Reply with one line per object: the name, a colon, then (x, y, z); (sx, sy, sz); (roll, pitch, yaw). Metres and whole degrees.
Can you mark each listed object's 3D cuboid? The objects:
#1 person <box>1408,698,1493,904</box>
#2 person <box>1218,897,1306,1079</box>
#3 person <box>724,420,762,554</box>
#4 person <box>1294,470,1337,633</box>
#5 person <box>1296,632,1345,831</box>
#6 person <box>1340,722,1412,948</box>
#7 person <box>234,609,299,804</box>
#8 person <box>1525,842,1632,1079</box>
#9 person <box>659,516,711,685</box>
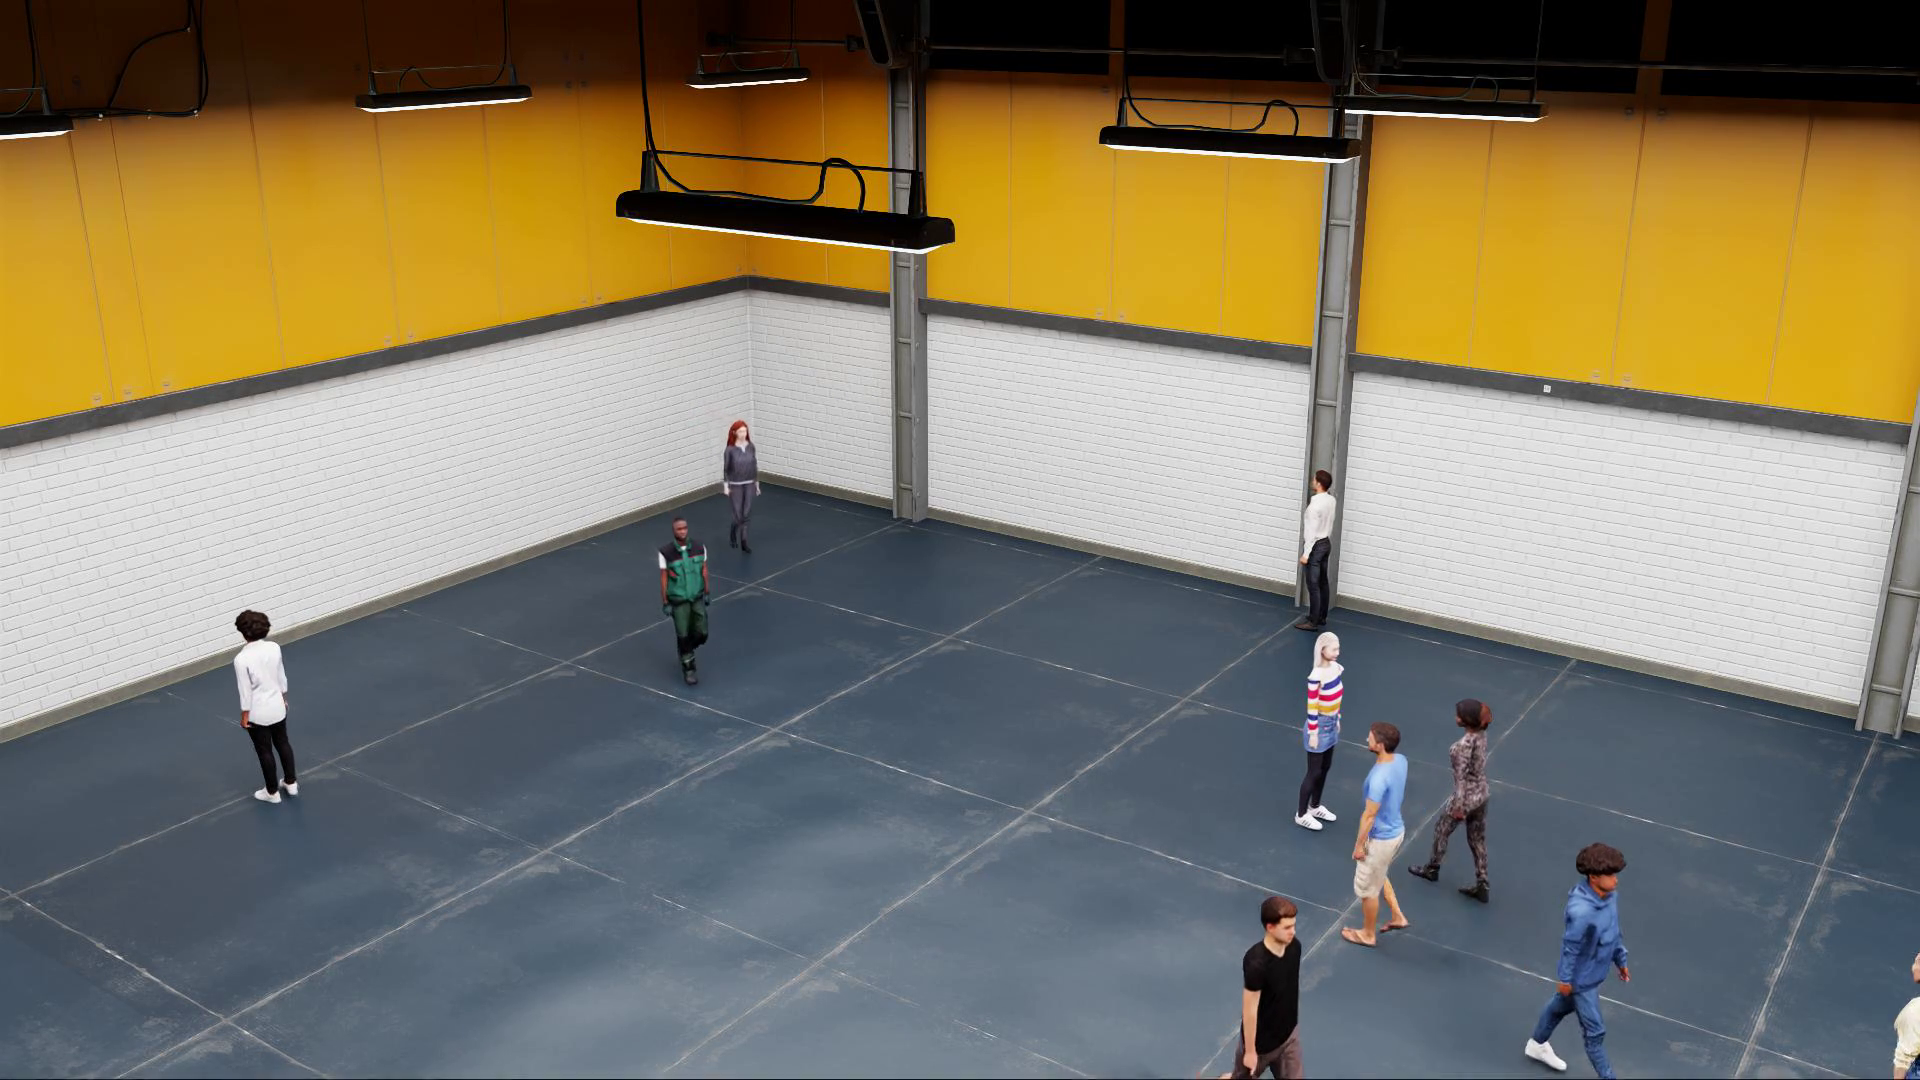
person: (4.127, 2.101, 13.243); (0.954, 1.682, 0.683); (16, 24, 40)
person: (1.836, 3.015, 10.291); (0.904, 1.834, 1.277); (-14, 23, -36)
person: (-2.841, -0.696, 21.417); (0.695, 1.767, 0.733); (-11, 21, -29)
person: (4.064, 0.110, 18.860); (0.551, 1.871, 0.672); (15, 24, 37)
person: (3.132, 1.631, 14.441); (0.529, 1.808, 0.652); (14, 23, 36)
person: (3.247, 2.245, 12.543); (0.722, 1.857, 0.658); (14, 23, 35)
person: (-6.218, 1.480, 14.889); (0.548, 1.808, 0.639); (11, 22, 30)
person: (4.064, 2.802, 11.023); (1.171, 1.770, 0.831); (18, 25, 42)
person: (-2.905, 0.602, 17.469); (0.875, 1.825, 0.956); (-10, 21, -28)
